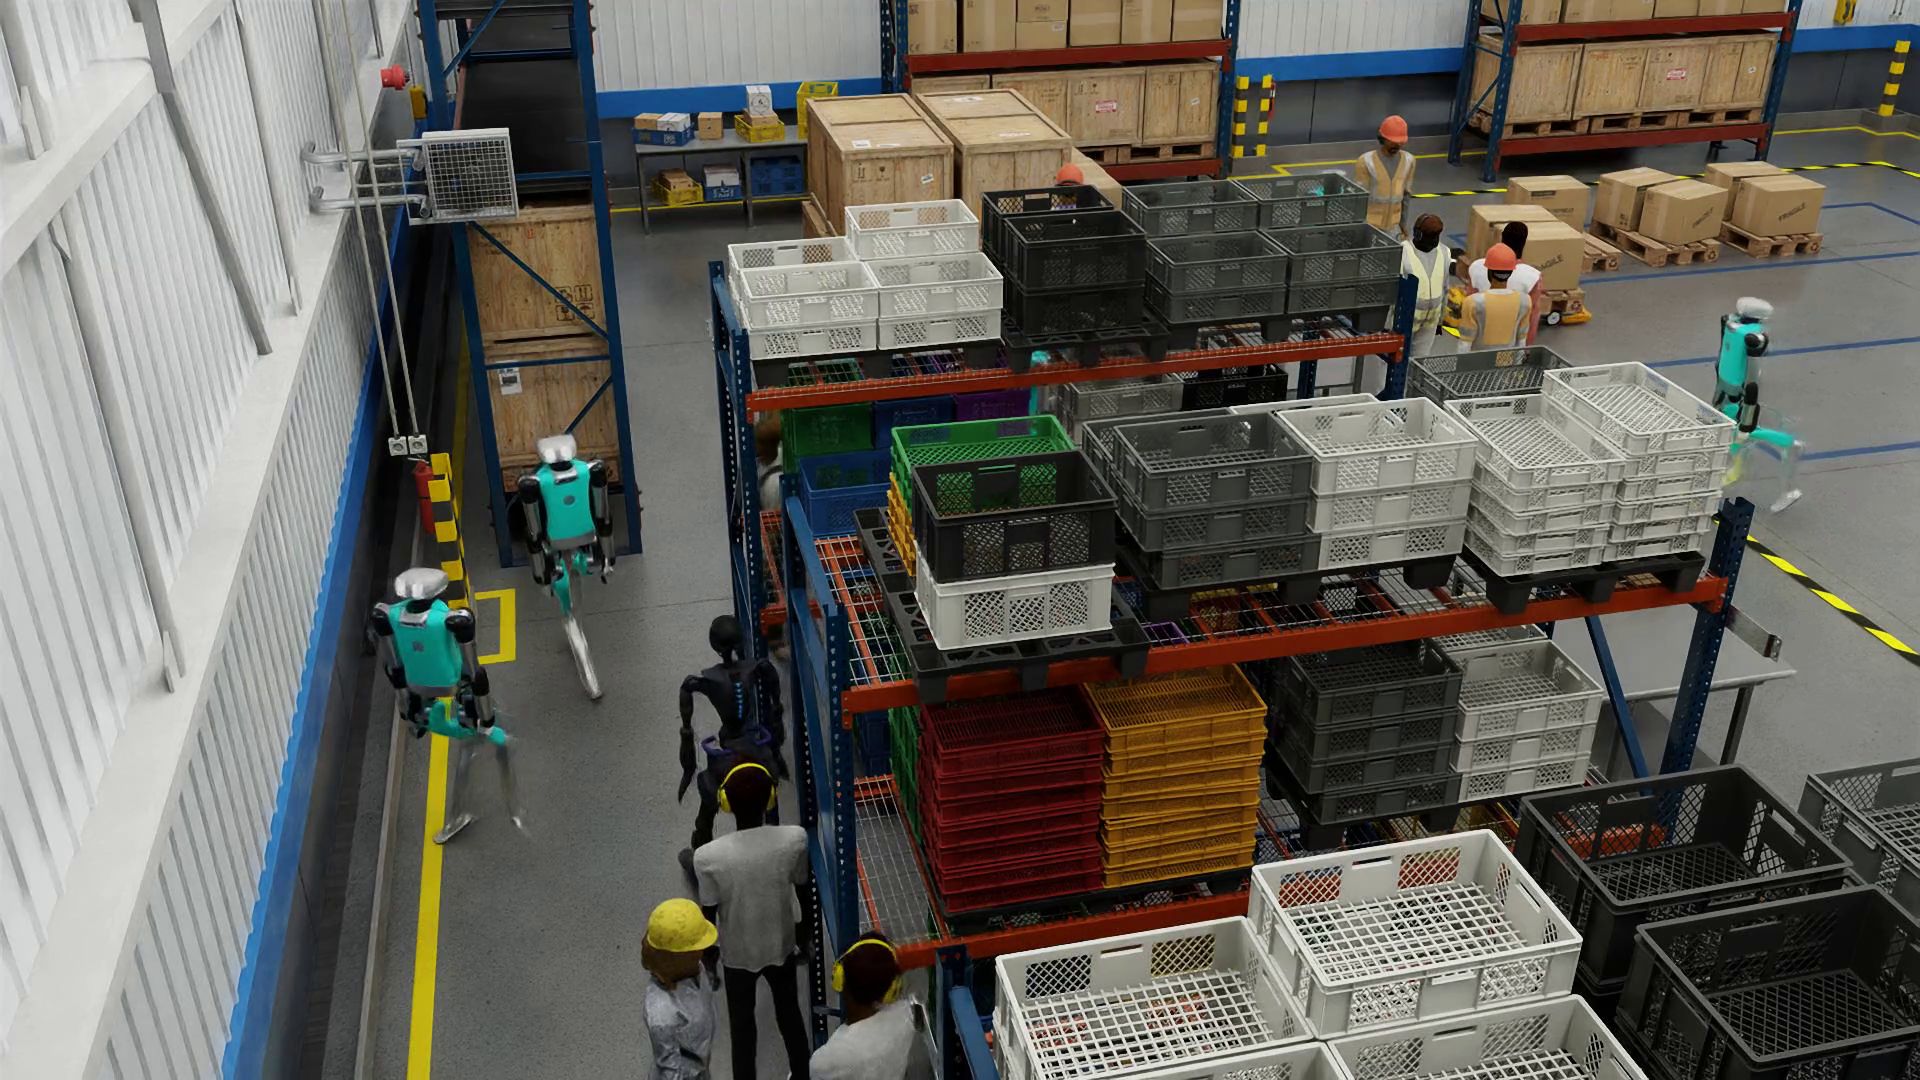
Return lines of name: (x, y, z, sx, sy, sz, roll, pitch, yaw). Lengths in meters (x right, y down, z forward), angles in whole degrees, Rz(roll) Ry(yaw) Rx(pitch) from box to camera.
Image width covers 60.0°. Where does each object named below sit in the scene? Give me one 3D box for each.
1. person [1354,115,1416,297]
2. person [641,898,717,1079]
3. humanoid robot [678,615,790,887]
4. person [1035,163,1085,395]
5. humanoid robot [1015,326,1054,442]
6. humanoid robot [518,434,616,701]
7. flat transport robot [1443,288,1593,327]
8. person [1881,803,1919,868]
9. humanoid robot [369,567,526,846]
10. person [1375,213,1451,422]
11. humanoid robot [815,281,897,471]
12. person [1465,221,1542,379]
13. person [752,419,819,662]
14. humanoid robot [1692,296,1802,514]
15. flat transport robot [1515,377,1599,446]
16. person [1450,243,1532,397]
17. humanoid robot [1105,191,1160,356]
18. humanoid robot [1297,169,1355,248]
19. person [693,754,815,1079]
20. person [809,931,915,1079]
person: (4.034, -3.049, 15.934, 0.606, 2.041, 0.374, -7, 29, -12)
person: (-1.050, 2.097, 6.484, 0.310, 1.743, 0.486, 1, 28, 3)
humanoid robot: (-1.169, 1.107, 8.458, 0.589, 1.629, 0.634, -14, 31, -25)
person: (0.935, -2.242, 14.411, 0.604, 2.034, 0.385, -2, 28, -3)
humanoid robot: (0.748, -0.751, 11.962, 1.034, 1.773, 0.549, -10, 29, -18)
humanoid robot: (-2.476, 0.071, 10.391, 0.541, 1.769, 1.034, -13, 31, -24)
flat transport robot: (5.439, -2.336, 16.448, 1.431, 0.197, 0.652, -3, 28, -6)
person: (3.873, 1.799, 7.070, 0.540, 1.725, 0.666, 10, 30, 19)
humanoid robot: (-2.663, 0.838, 8.894, 0.531, 1.791, 0.796, 4, 28, 7)
person: (3.768, -1.818, 13.821, 0.622, 1.837, 0.429, -9, 29, -16)
humanoid robot: (-0.904, -1.107, 12.593, 0.966, 1.761, 0.545, -2, 28, -4)
person: (4.307, -1.611, 13.333, 0.595, 1.917, 0.381, 18, 33, 30)
person: (-1.163, 0.025, 10.359, 0.600, 1.791, 0.598, -5, 28, -9)
humanoid robot: (5.984, -0.942, 12.333, 1.049, 1.784, 0.530, -1, 28, -2)
flat transport robot: (4.780, -1.036, 14.013, 0.659, 0.231, 1.431, -6, 28, -12)
person: (4.034, -1.330, 12.783, 0.550, 1.933, 0.371, -3, 28, -6)
humanoid robot: (1.607, -2.361, 15.051, 0.599, 1.638, 0.600, 7, 29, 13)
humanoid robot: (3.249, -2.675, 15.572, 0.540, 1.782, 0.918, -8, 29, -14)
person: (-0.856, 1.738, 7.048, 0.508, 1.862, 0.351, -11, 30, -20)
person: (-0.462, 2.238, 6.122, 0.449, 1.834, 0.638, 23, 36, 37)
